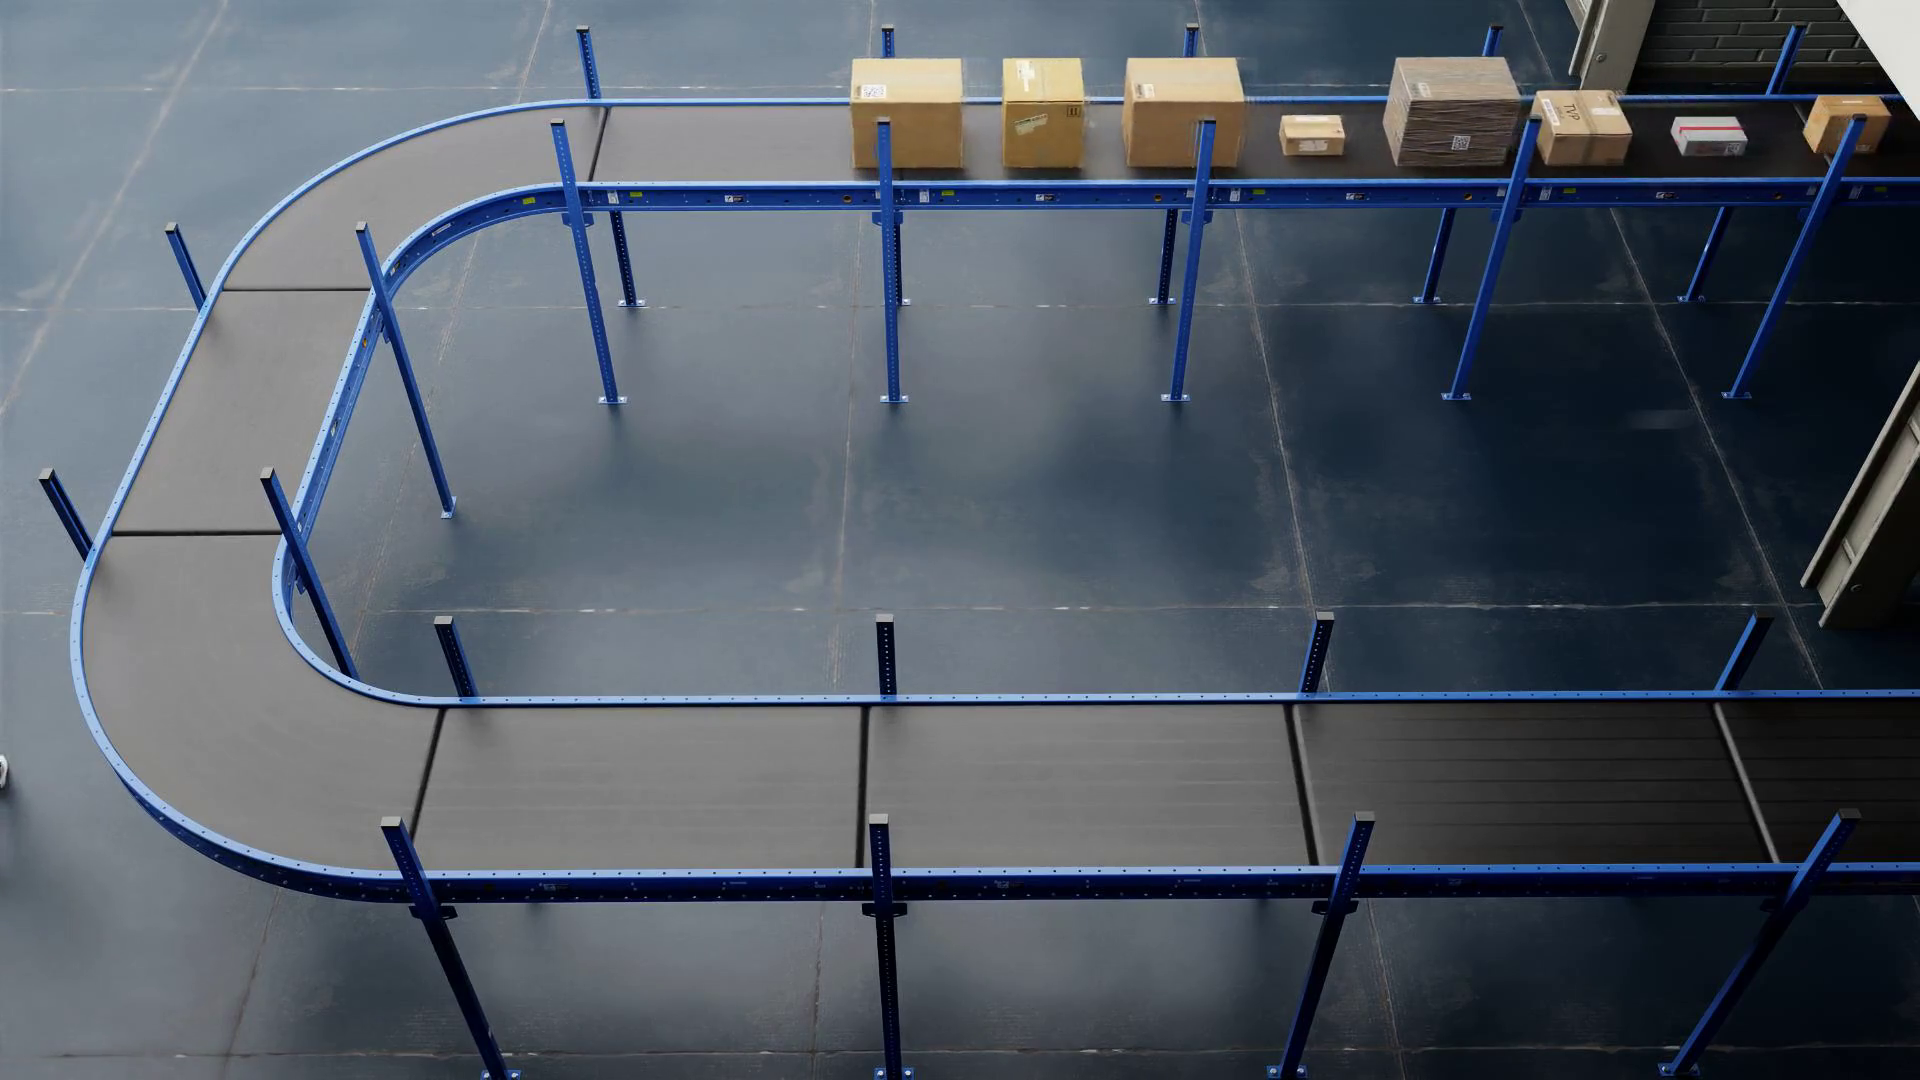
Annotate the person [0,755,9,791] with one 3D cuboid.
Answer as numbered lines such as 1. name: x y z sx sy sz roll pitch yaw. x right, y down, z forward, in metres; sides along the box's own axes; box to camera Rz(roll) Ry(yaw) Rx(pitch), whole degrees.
1. person: -5.524 1.015 9.219 0.514 1.617 0.724 -19 50 -17
